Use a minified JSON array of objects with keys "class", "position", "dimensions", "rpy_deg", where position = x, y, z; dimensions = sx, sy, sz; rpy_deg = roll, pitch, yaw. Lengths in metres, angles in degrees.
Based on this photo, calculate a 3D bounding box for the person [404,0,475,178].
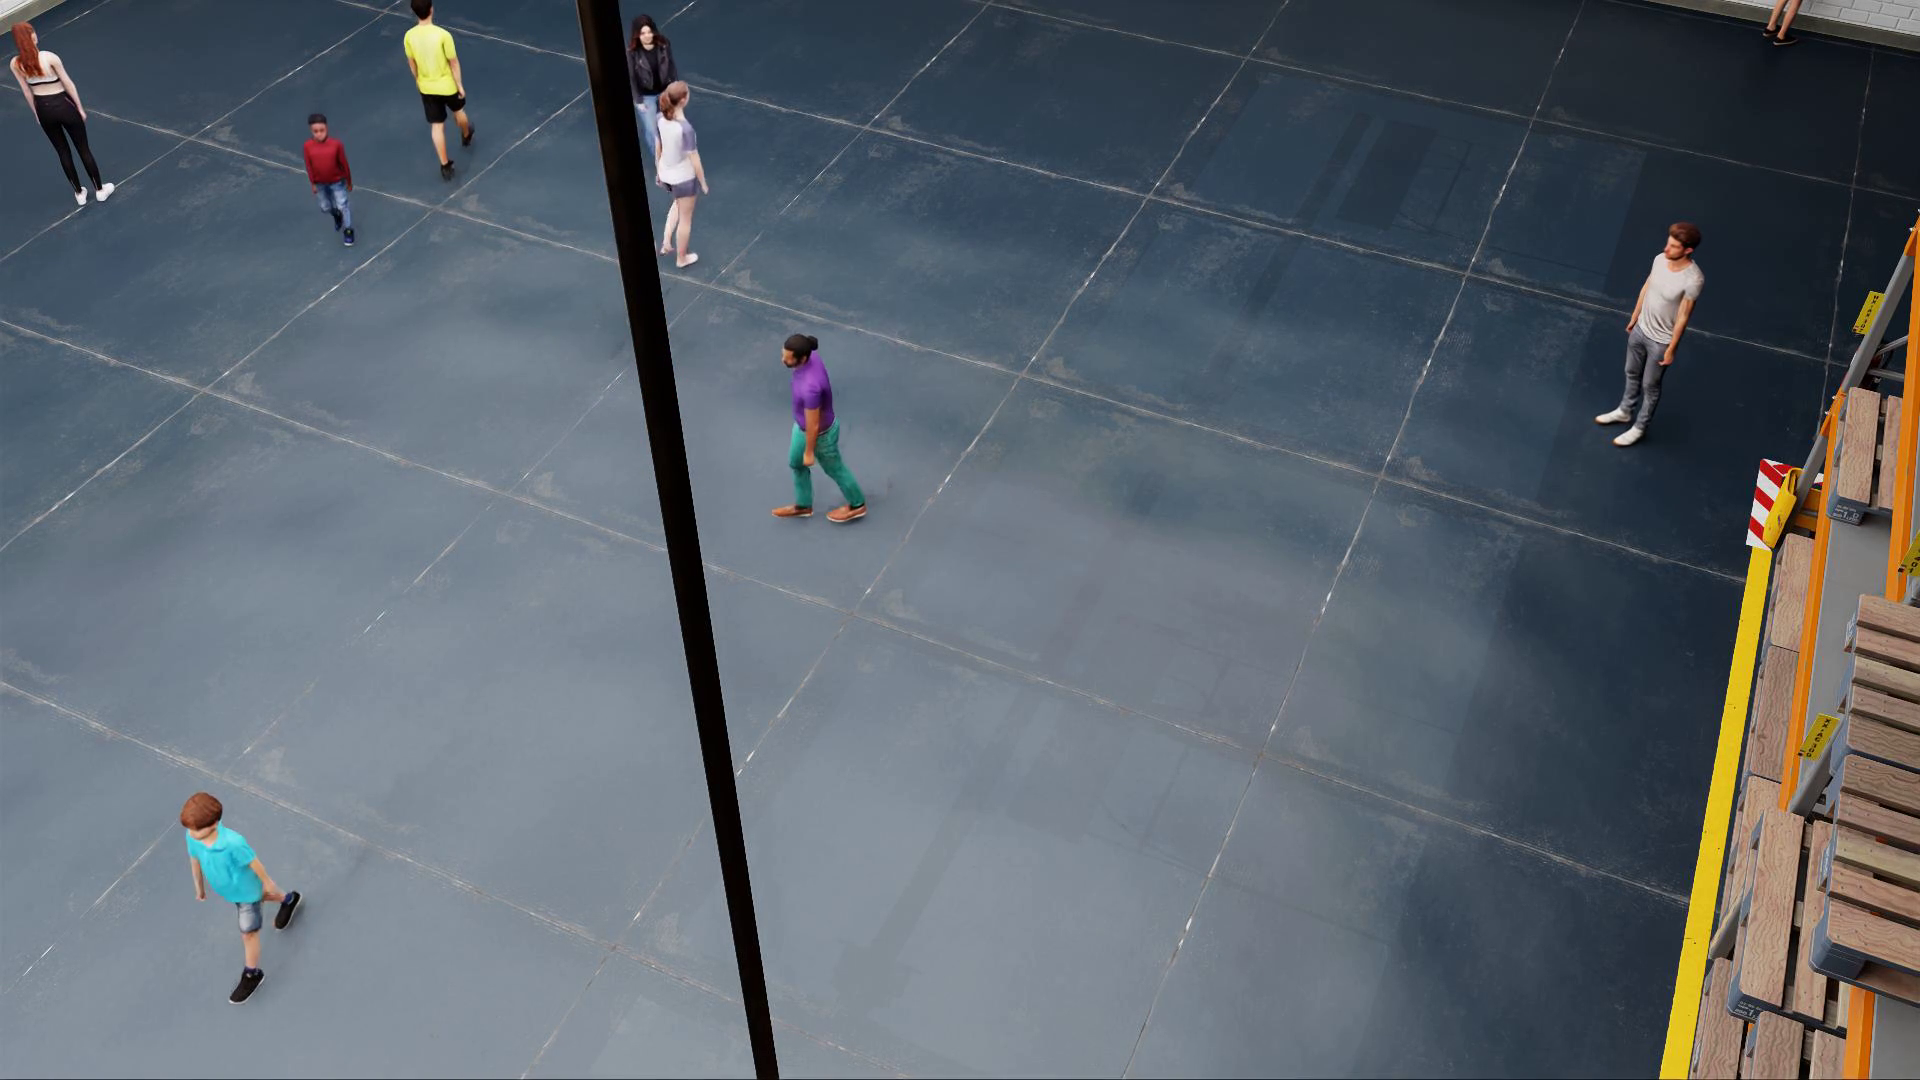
[{"class":"person","position":[-4.859,-4.188,15.445],"dimensions":[0.962,1.662,1.175],"rpy_deg":[-1,44,-2]}]

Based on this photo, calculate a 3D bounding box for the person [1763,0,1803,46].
[{"class":"person","position":[8.810,-5.971,17.391],"dimensions":[0.695,1.558,0.619],"rpy_deg":[-9,44,-9]}]

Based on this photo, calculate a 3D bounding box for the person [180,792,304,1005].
[{"class":"person","position":[-3.995,1.846,9.291],"dimensions":[0.559,1.415,0.970],"rpy_deg":[15,46,15]}]

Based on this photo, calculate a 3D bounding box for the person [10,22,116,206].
[{"class":"person","position":[-8.155,-3.853,15.028],"dimensions":[0.670,1.752,0.705],"rpy_deg":[-8,44,-9]}]

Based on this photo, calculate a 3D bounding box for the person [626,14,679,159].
[{"class":"person","position":[-2.865,-4.162,15.445],"dimensions":[0.780,1.624,0.845],"rpy_deg":[-21,48,-21]}]

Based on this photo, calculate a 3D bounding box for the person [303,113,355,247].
[{"class":"person","position":[-5.580,-3.234,14.747],"dimensions":[0.658,1.243,0.729],"rpy_deg":[-5,44,-6]}]

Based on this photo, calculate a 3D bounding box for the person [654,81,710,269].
[{"class":"person","position":[-2.464,-3.055,14.193],"dimensions":[0.680,1.748,0.683],"rpy_deg":[25,49,24]}]

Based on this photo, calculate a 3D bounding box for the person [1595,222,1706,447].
[{"class":"person","position":[5.264,-1.566,12.529],"dimensions":[0.806,1.888,0.748],"rpy_deg":[-14,45,-15]}]

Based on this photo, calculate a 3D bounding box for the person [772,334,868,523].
[{"class":"person","position":[-0.935,-0.790,11.832],"dimensions":[1.016,1.725,0.966],"rpy_deg":[-9,44,-9]}]
